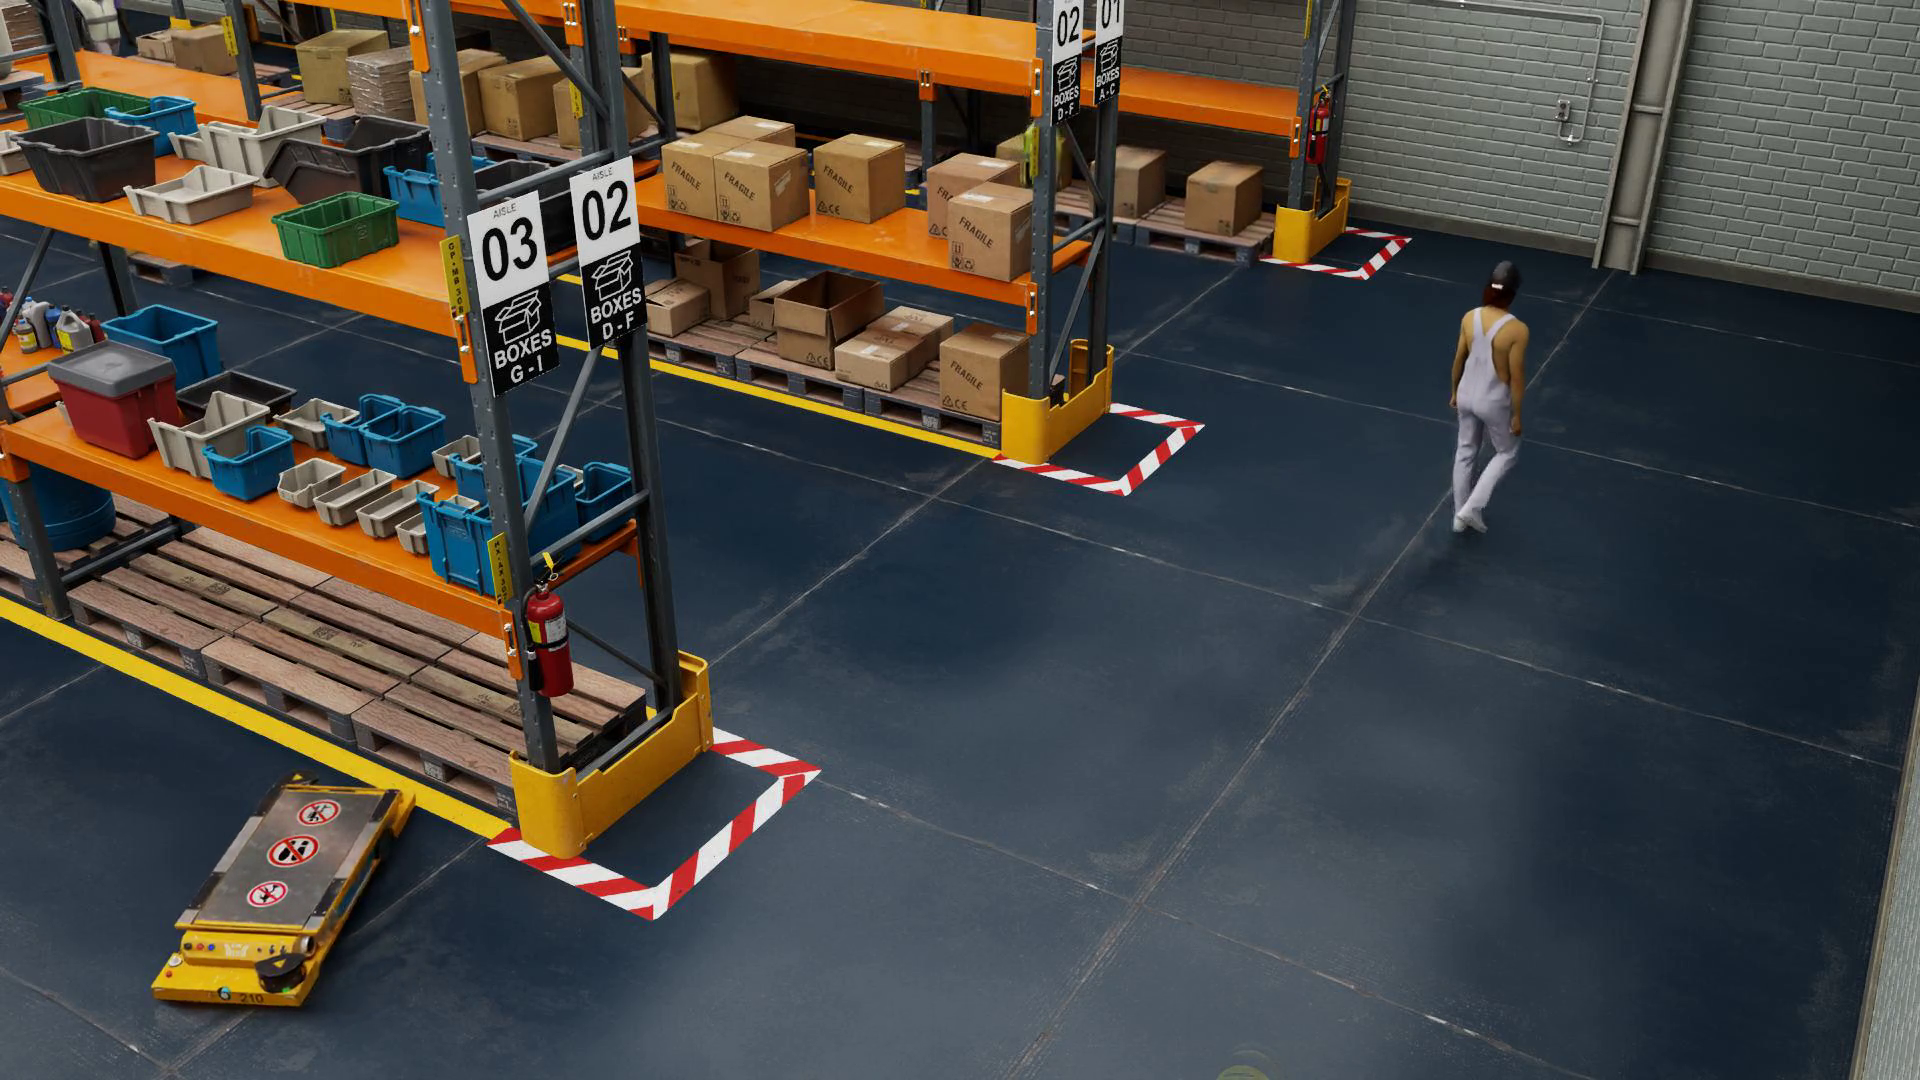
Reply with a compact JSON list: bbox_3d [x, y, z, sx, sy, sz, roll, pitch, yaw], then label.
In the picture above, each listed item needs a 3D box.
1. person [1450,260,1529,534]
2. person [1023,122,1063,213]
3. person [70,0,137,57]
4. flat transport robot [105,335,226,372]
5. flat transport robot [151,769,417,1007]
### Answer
[{"bbox_3d":[3.371,-0.890,10.595,0.397,1.851,0.559,-24,37,-36],"label":"person"},{"bbox_3d":[0.761,-3.202,14.914,0.369,1.684,0.549,16,33,26],"label":"person"},{"bbox_3d":[-10.186,-5.950,19.744,0.994,1.790,0.561,17,33,27],"label":"person"},{"bbox_3d":[-6.465,-1.384,13.117,1.431,0.231,0.659,18,34,30],"label":"flat transport robot"},{"bbox_3d":[-3.121,1.592,7.777,0.659,0.231,1.431,2,29,4],"label":"flat transport robot"}]
